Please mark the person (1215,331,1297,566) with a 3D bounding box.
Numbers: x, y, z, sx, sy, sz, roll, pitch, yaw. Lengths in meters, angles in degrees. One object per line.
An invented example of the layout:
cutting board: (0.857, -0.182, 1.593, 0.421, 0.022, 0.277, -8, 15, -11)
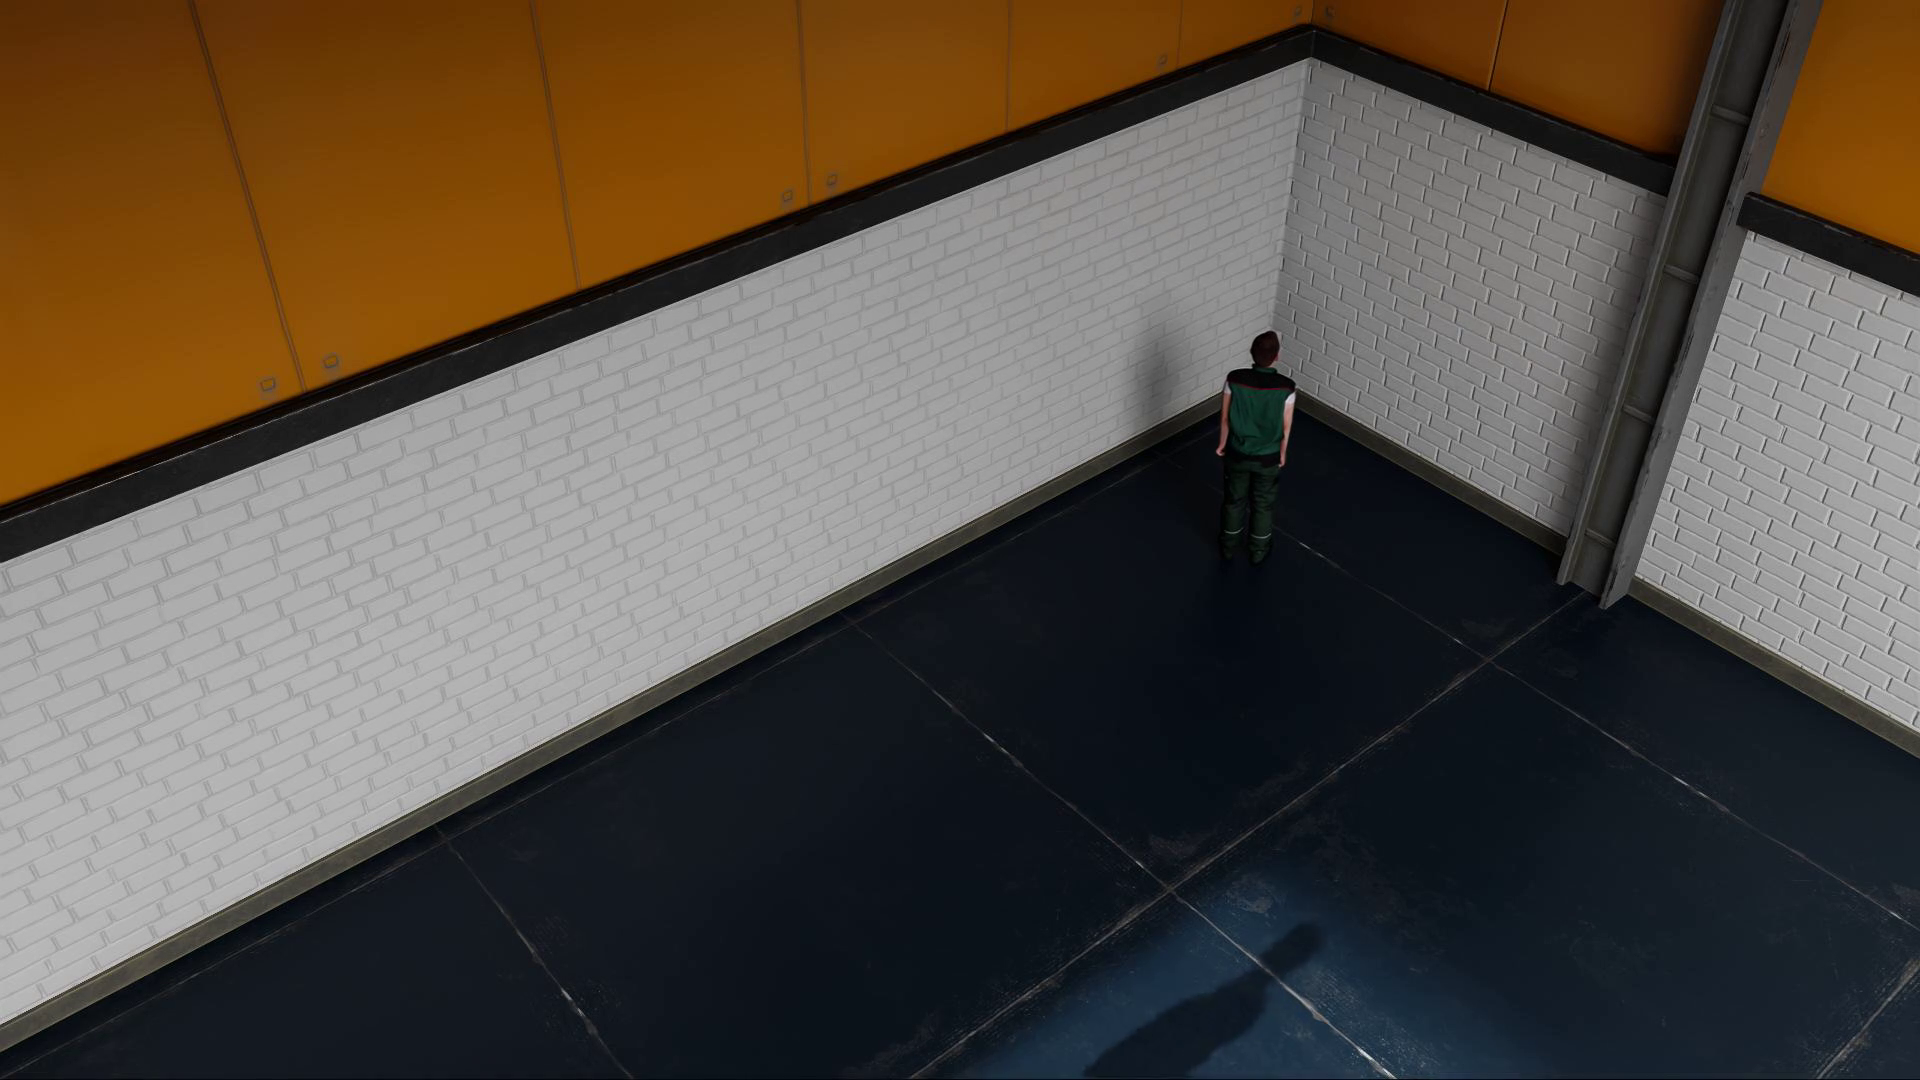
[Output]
person: (1.998, -0.622, 11.302, 0.695, 1.842, 0.795, 11, 40, 14)
